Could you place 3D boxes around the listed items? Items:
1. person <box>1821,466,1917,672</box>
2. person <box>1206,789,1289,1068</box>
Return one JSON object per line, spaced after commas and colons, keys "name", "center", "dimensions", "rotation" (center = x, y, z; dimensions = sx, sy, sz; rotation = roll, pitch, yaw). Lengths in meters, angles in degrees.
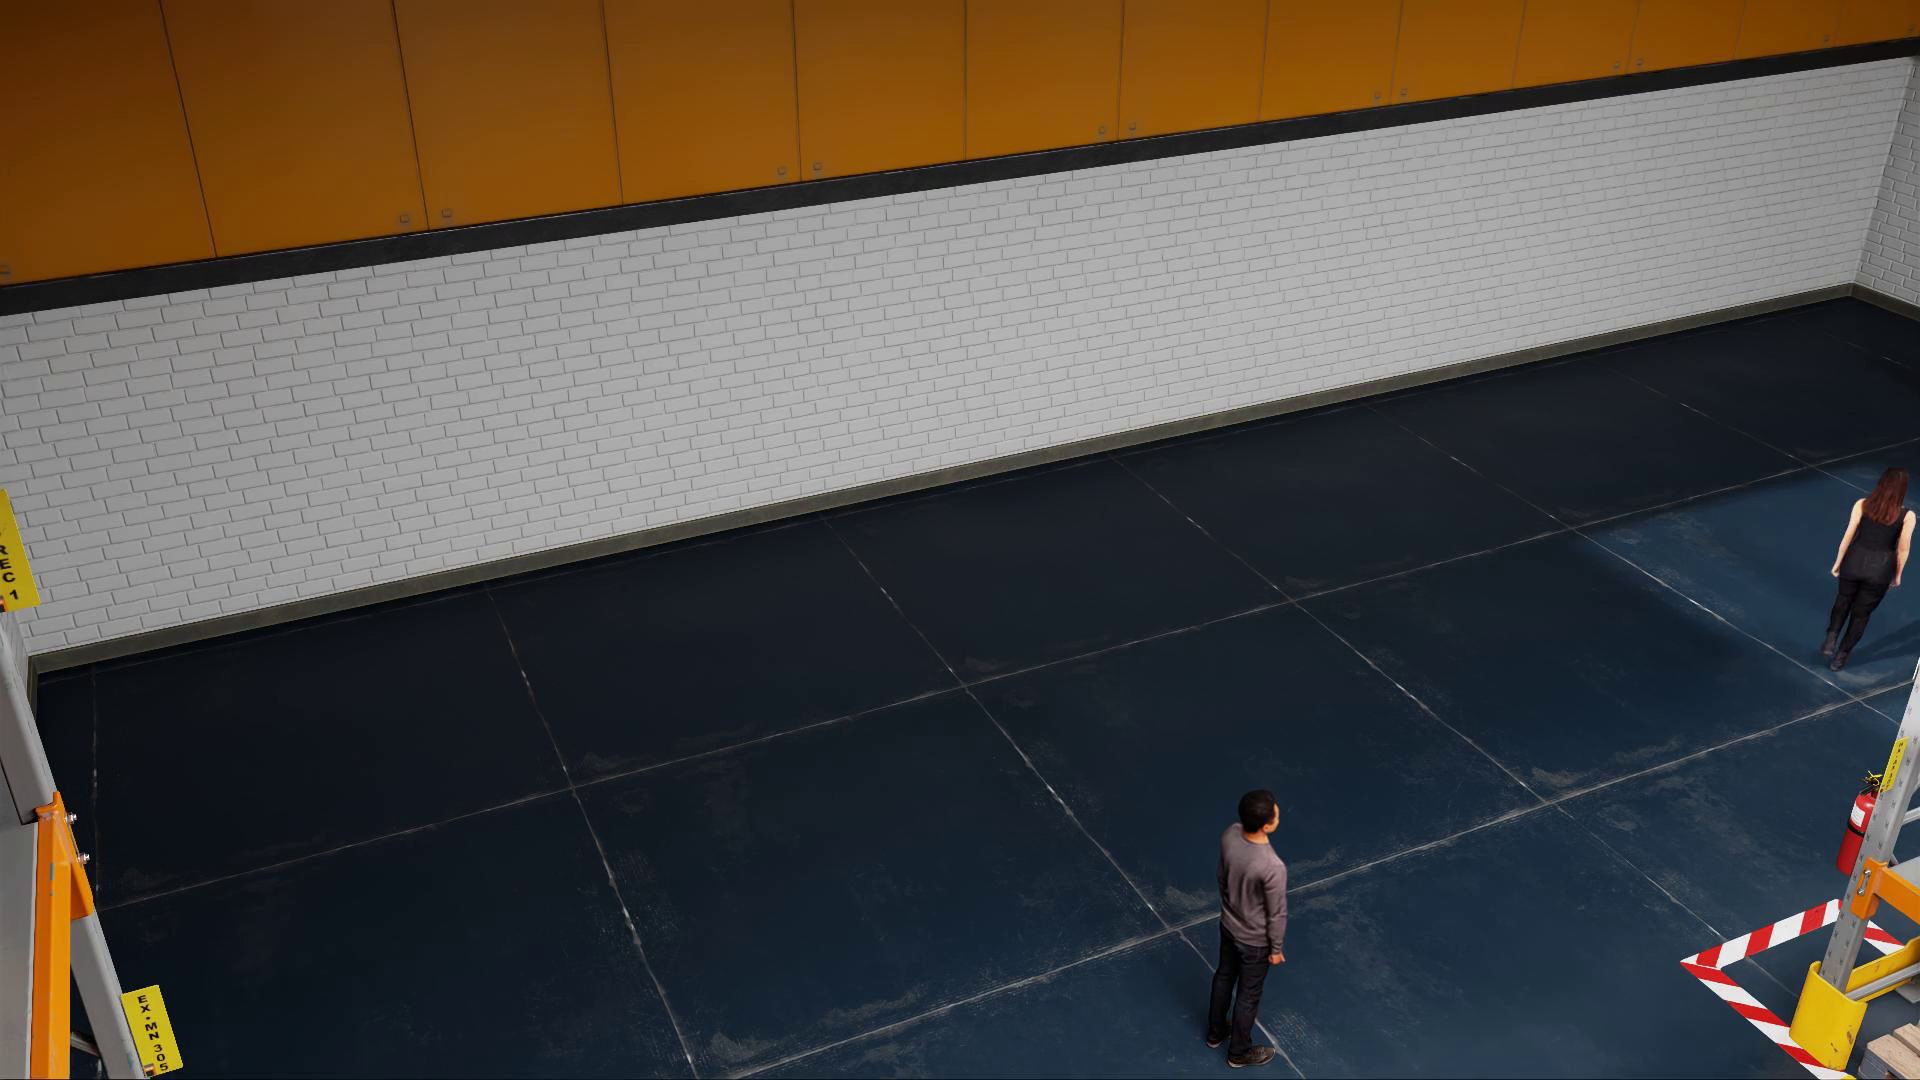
{"name": "person", "center": [6.768, 0.255, 12.451], "dimensions": [0.659, 1.680, 0.757], "rotation": [23, 36, 36]}
{"name": "person", "center": [1.545, 2.087, 9.000], "dimensions": [0.713, 1.767, 0.465], "rotation": [1, 29, 2]}
